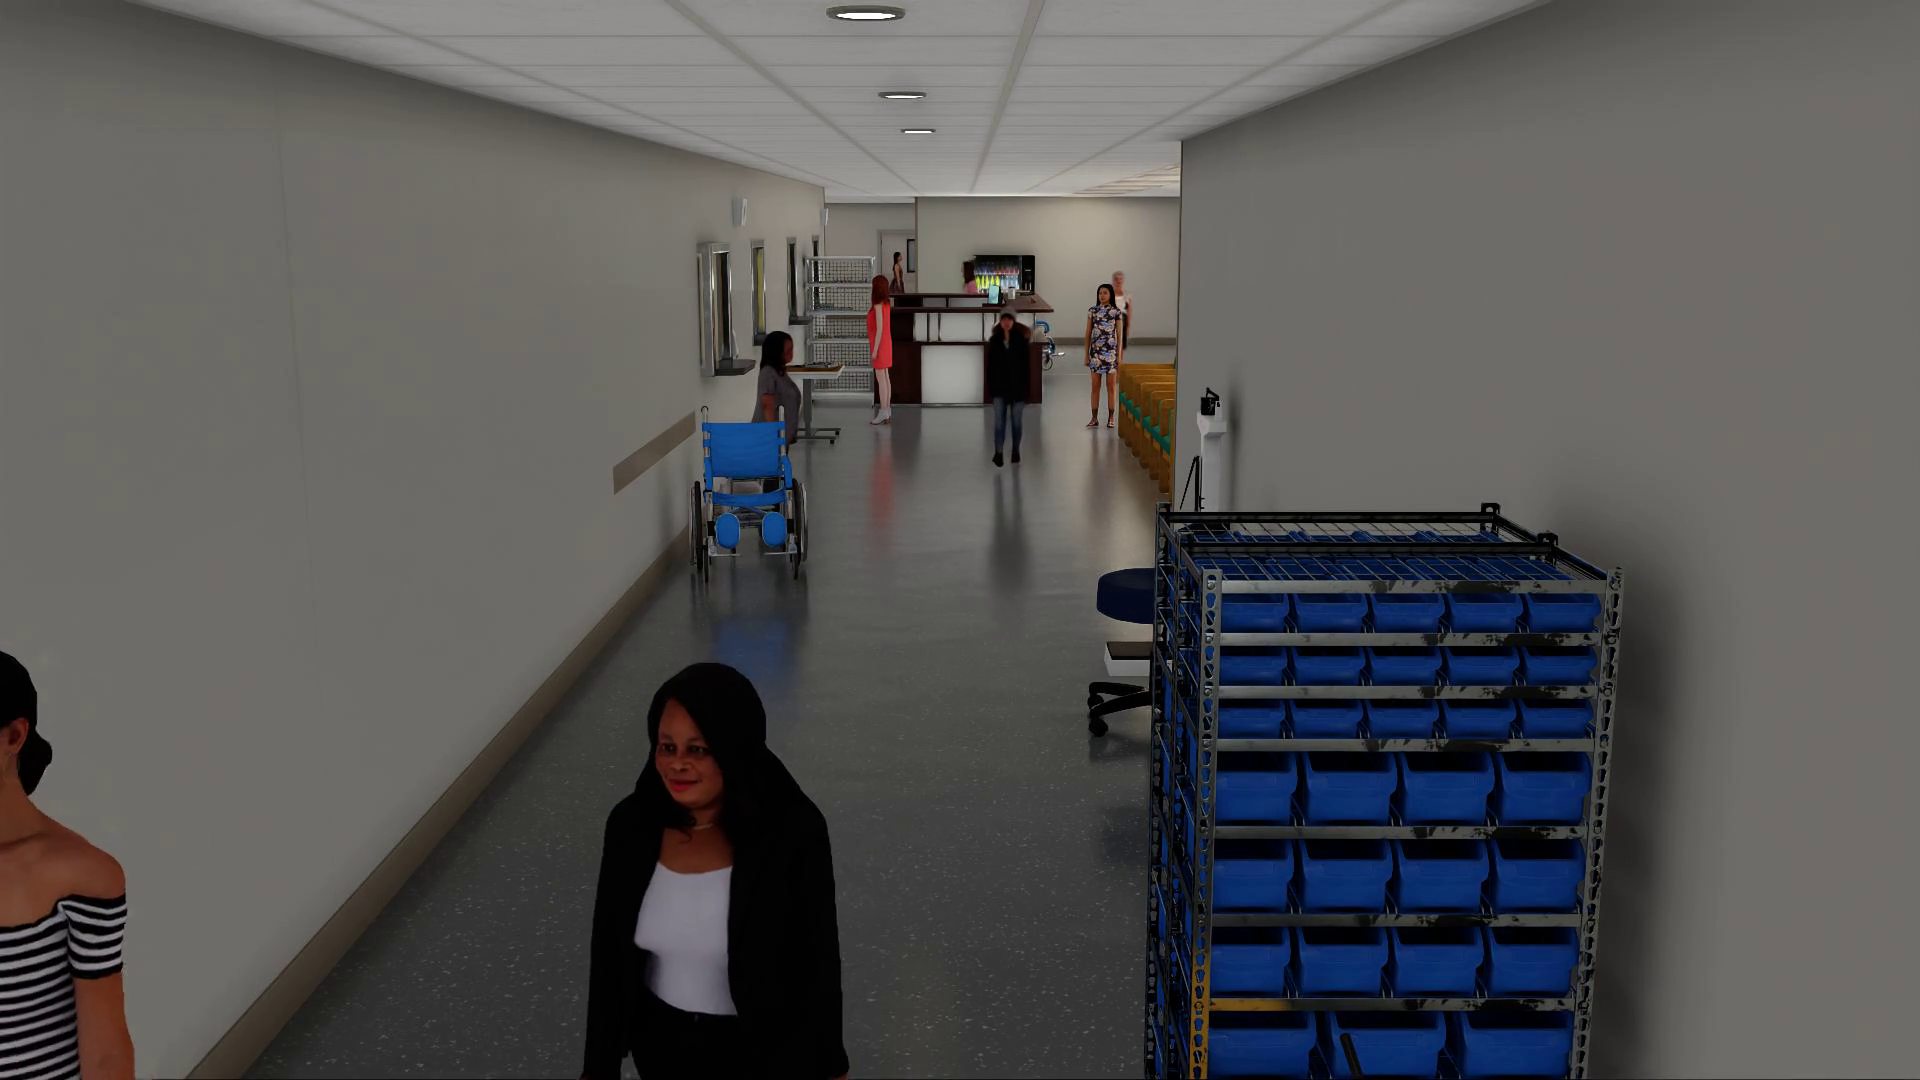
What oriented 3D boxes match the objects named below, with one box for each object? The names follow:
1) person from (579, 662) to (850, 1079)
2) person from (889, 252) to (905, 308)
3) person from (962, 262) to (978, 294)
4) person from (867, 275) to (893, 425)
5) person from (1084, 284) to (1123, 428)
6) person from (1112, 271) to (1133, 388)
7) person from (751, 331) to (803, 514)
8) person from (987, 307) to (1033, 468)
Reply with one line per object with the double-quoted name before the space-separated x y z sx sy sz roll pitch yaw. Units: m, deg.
"person" -0.456 1.020 3.439 0.967 1.581 0.824 2 11 10
"person" -1.538 -6.201 40.972 0.673 1.773 0.669 -1 11 -4
"person" 0.290 -3.973 29.289 1.080 1.751 0.614 0 11 0
"person" -0.971 -2.358 20.578 0.560 1.828 0.626 2 11 10
"person" 1.754 -2.236 20.186 0.528 1.733 0.711 3 11 14
"person" 2.348 -3.178 25.192 1.071 1.717 0.758 1 11 7
"person" -1.512 -0.882 13.395 0.627 1.604 0.618 0 11 0
"person" 0.518 -1.529 16.847 1.037 1.589 0.800 2 11 9
